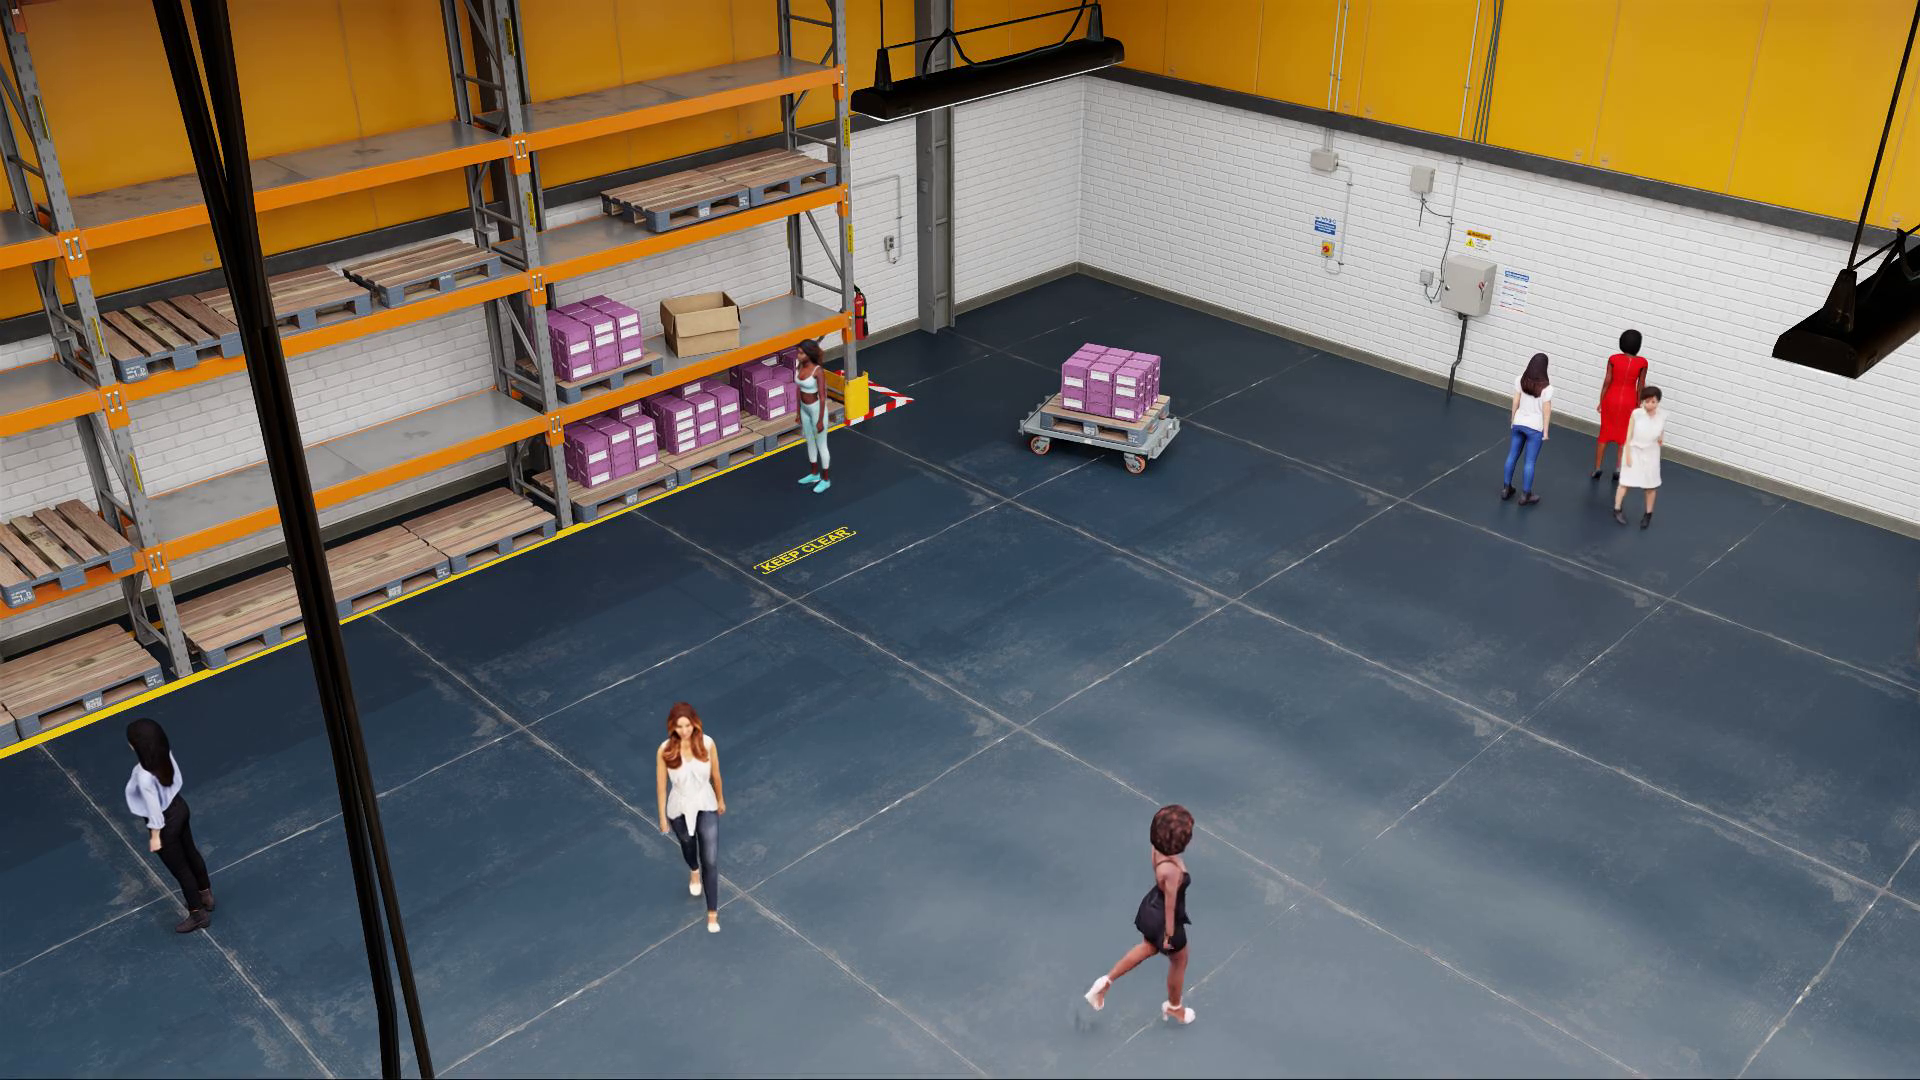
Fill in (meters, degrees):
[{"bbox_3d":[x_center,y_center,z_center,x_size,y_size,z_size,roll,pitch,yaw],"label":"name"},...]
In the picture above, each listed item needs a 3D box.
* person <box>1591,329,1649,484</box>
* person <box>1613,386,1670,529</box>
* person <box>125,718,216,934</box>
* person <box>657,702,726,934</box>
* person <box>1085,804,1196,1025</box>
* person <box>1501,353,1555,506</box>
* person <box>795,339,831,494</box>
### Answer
[{"bbox_3d":[7.100,-1.443,17.918,0.652,1.743,0.649,8,30,15],"label":"person"},{"bbox_3d":[6.969,-0.883,17.108,0.683,1.537,0.720,0,29,-1],"label":"person"},{"bbox_3d":[-5.532,1.982,11.640,0.767,1.743,0.731,-3,29,-5],"label":"person"},{"bbox_3d":[-1.917,1.868,11.849,1.096,1.744,1.060,-5,29,-10],"label":"person"},{"bbox_3d":[1.225,2.461,10.738,1.051,1.767,0.877,-6,29,-10],"label":"person"},{"bbox_3d":[5.968,-1.165,17.470,0.547,1.685,0.616,-21,35,-34],"label":"person"},{"bbox_3d":[-1.566,-1.341,17.752,0.515,1.724,0.563,-25,37,-37],"label":"person"}]
